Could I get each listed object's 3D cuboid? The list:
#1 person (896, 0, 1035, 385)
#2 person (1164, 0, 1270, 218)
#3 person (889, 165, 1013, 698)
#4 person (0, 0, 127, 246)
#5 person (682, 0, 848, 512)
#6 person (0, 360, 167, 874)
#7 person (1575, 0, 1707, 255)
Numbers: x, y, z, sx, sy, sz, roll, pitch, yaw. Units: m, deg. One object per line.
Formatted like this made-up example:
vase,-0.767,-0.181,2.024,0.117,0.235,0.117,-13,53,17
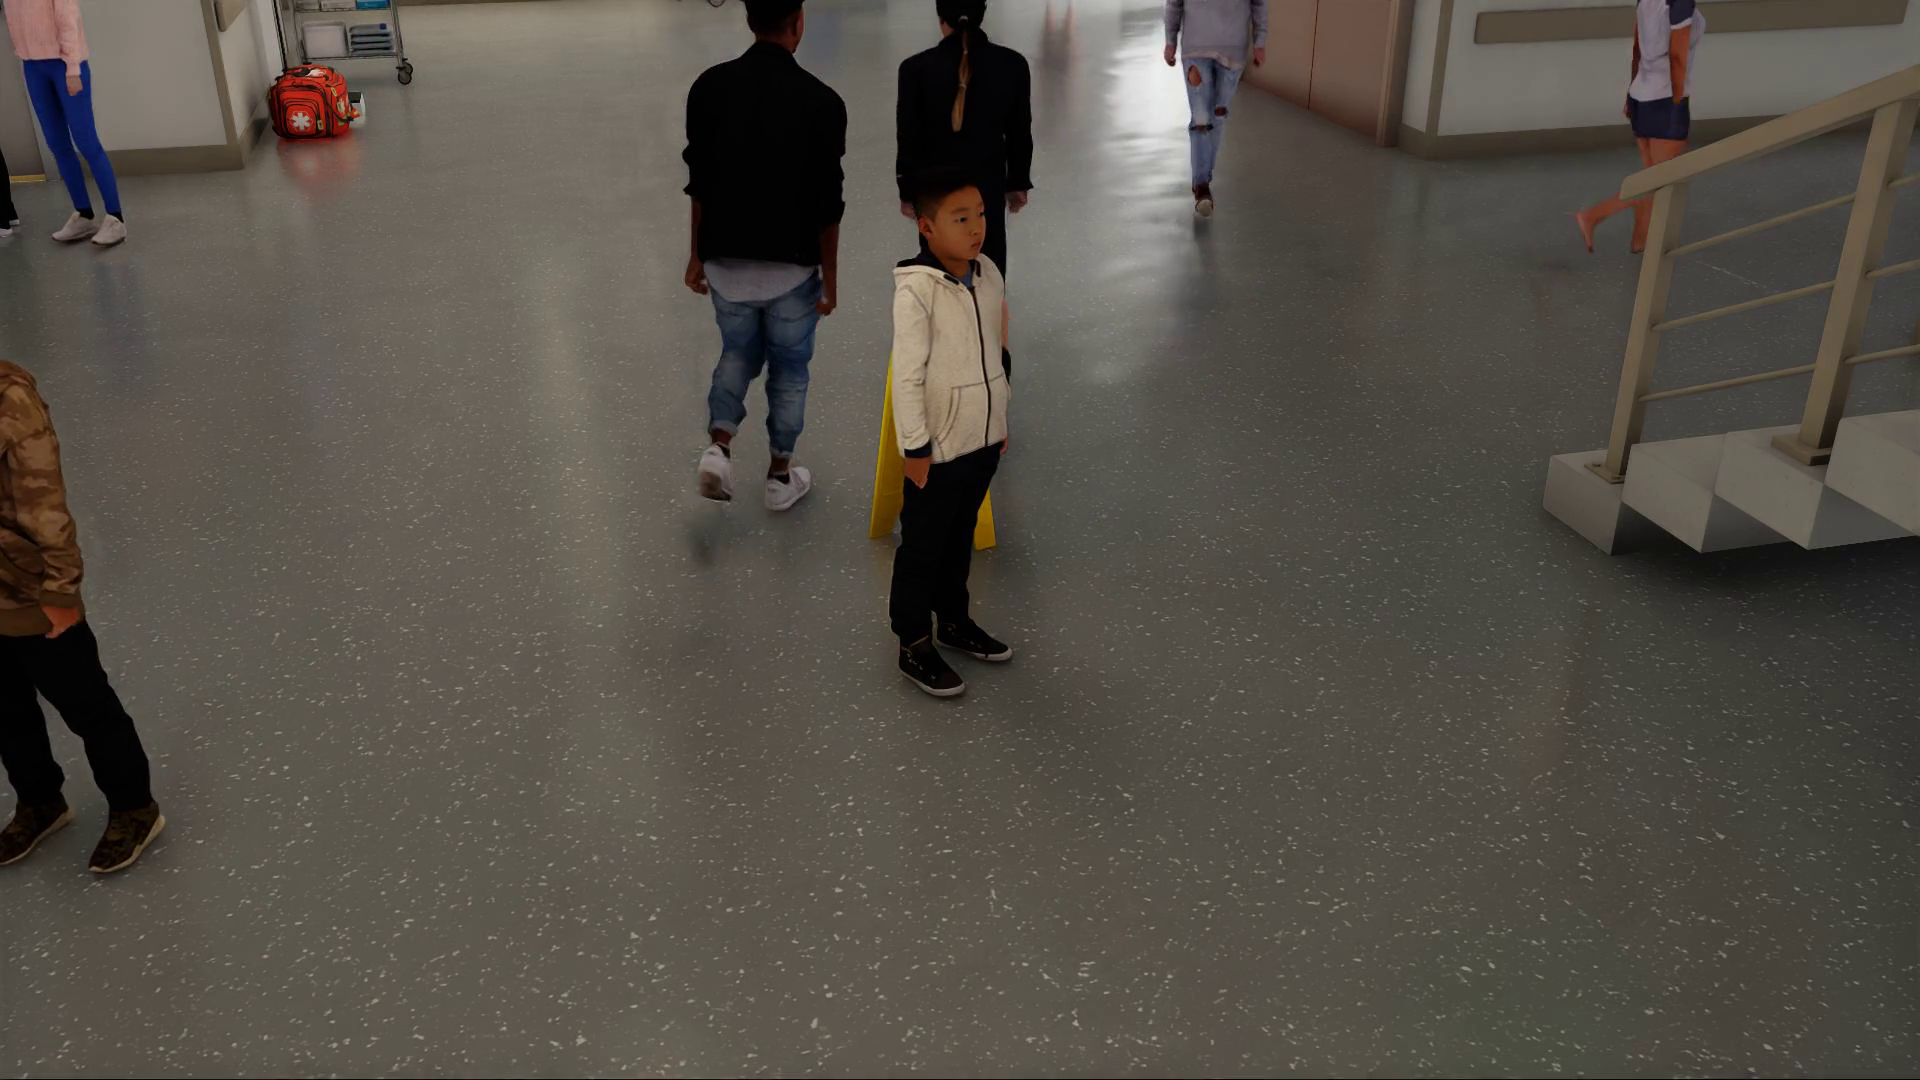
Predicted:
person,0.024,-1.257,6.295,0.688,1.650,0.953,-6,26,-13
person,1.391,-2.717,9.148,0.890,1.802,1.169,0,26,0
person,-0.038,-0.299,4.534,0.701,1.454,0.662,17,31,32
person,-4.629,-2.413,8.562,0.718,1.765,0.765,12,28,24
person,-0.679,-0.908,5.424,0.924,1.778,1.001,6,26,12
person,-2.146,0.075,3.759,0.671,1.454,0.690,4,26,7
person,3.396,-2.168,8.234,0.726,1.606,0.826,-2,26,-4
